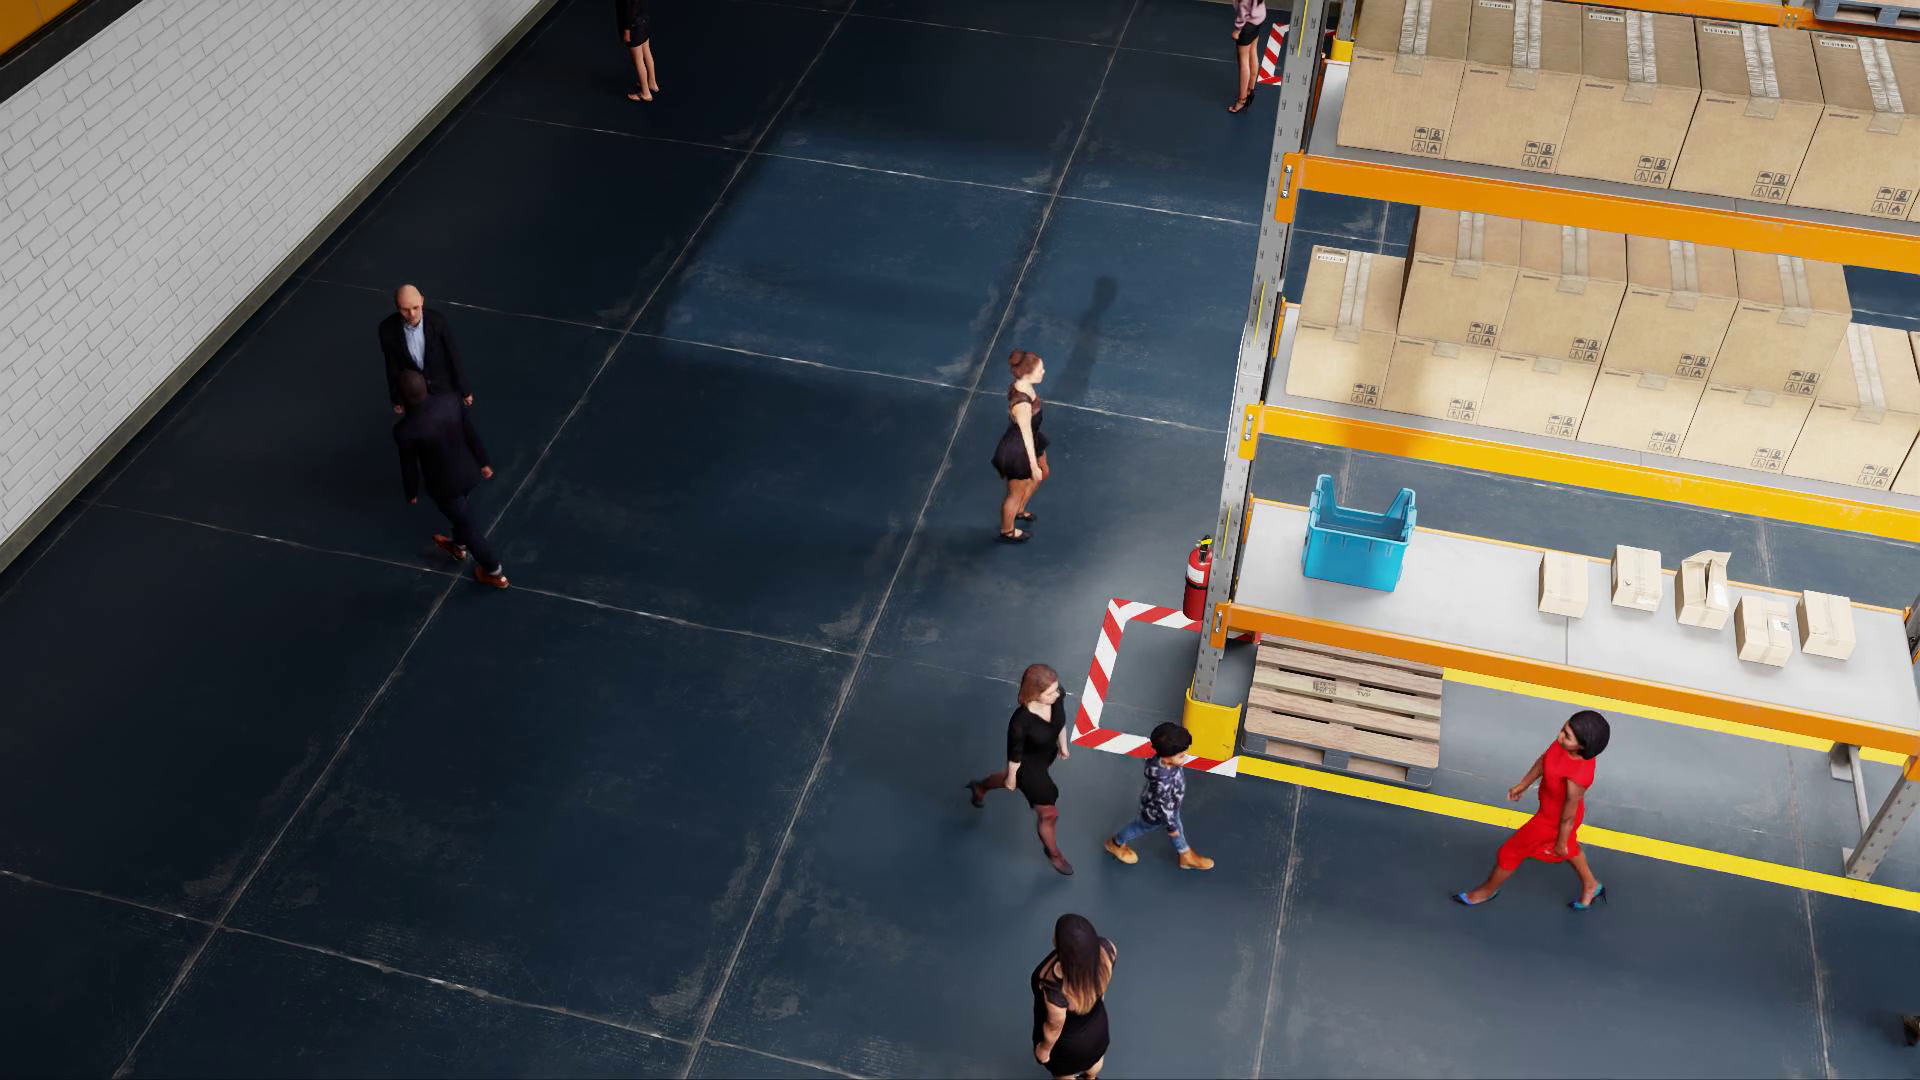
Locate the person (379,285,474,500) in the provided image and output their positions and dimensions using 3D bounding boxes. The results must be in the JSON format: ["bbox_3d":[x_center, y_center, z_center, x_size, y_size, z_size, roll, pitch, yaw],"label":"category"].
[{"bbox_3d":[-3.837,-1.123,11.971,0.921,1.793,0.982,-14,45,-14],"label":"person"}]

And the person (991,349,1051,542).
[{"bbox_3d":[0.341,-0.626,11.540,0.688,1.668,0.634,2,44,2],"label":"person"}]

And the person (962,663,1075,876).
[{"bbox_3d":[0.358,1.246,9.573,1.146,1.671,0.871,25,49,24],"label":"person"}]

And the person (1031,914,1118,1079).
[{"bbox_3d":[0.573,2.422,8.304,0.756,1.718,0.750,31,52,29],"label":"person"}]

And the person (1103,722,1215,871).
[{"bbox_3d":[1.107,1.495,9.636,0.902,1.223,0.568,15,46,15],"label":"person"}]

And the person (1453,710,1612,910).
[{"bbox_3d":[3.387,1.547,9.234,1.074,1.702,0.587,9,44,9],"label":"person"}]

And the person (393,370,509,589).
[{"bbox_3d":[-3.344,-0.366,11.183,1.042,1.783,0.850,23,48,22],"label":"person"}]

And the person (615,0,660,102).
[{"bbox_3d":[-3.175,-5.072,16.288,0.534,1.556,0.524,11,45,11],"label":"person"}]

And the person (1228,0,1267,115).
[{"bbox_3d":[2.797,-4.969,15.995,0.649,1.811,0.685,26,49,25],"label":"person"}]
